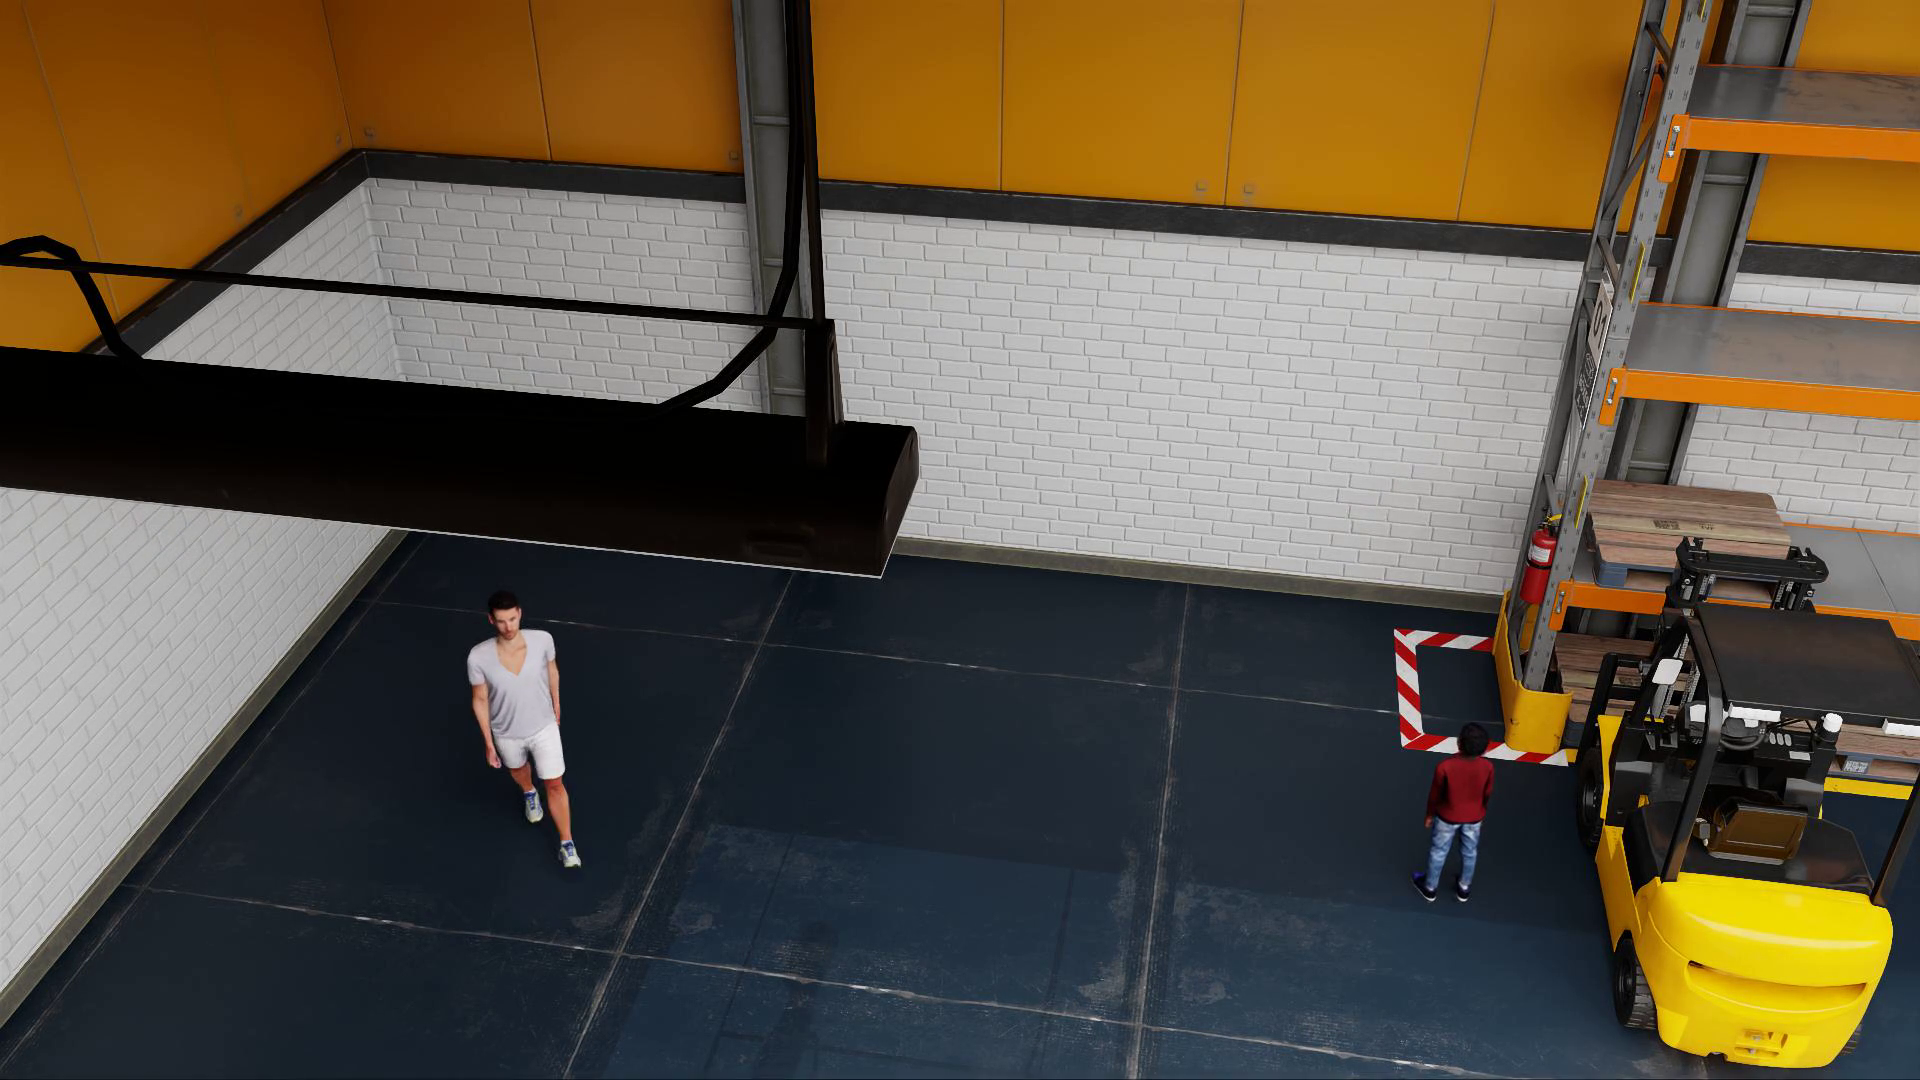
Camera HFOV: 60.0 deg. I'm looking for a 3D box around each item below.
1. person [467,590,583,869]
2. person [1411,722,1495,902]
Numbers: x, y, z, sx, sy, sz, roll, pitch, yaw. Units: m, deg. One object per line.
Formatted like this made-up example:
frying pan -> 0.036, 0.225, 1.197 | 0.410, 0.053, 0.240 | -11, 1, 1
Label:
person -> -2.649, 1.033, 9.984 | 1.214, 1.810, 1.145 | -12, 36, -18
person -> 2.903, 1.585, 9.659 | 0.473, 1.250, 0.601 | 0, 34, 0
